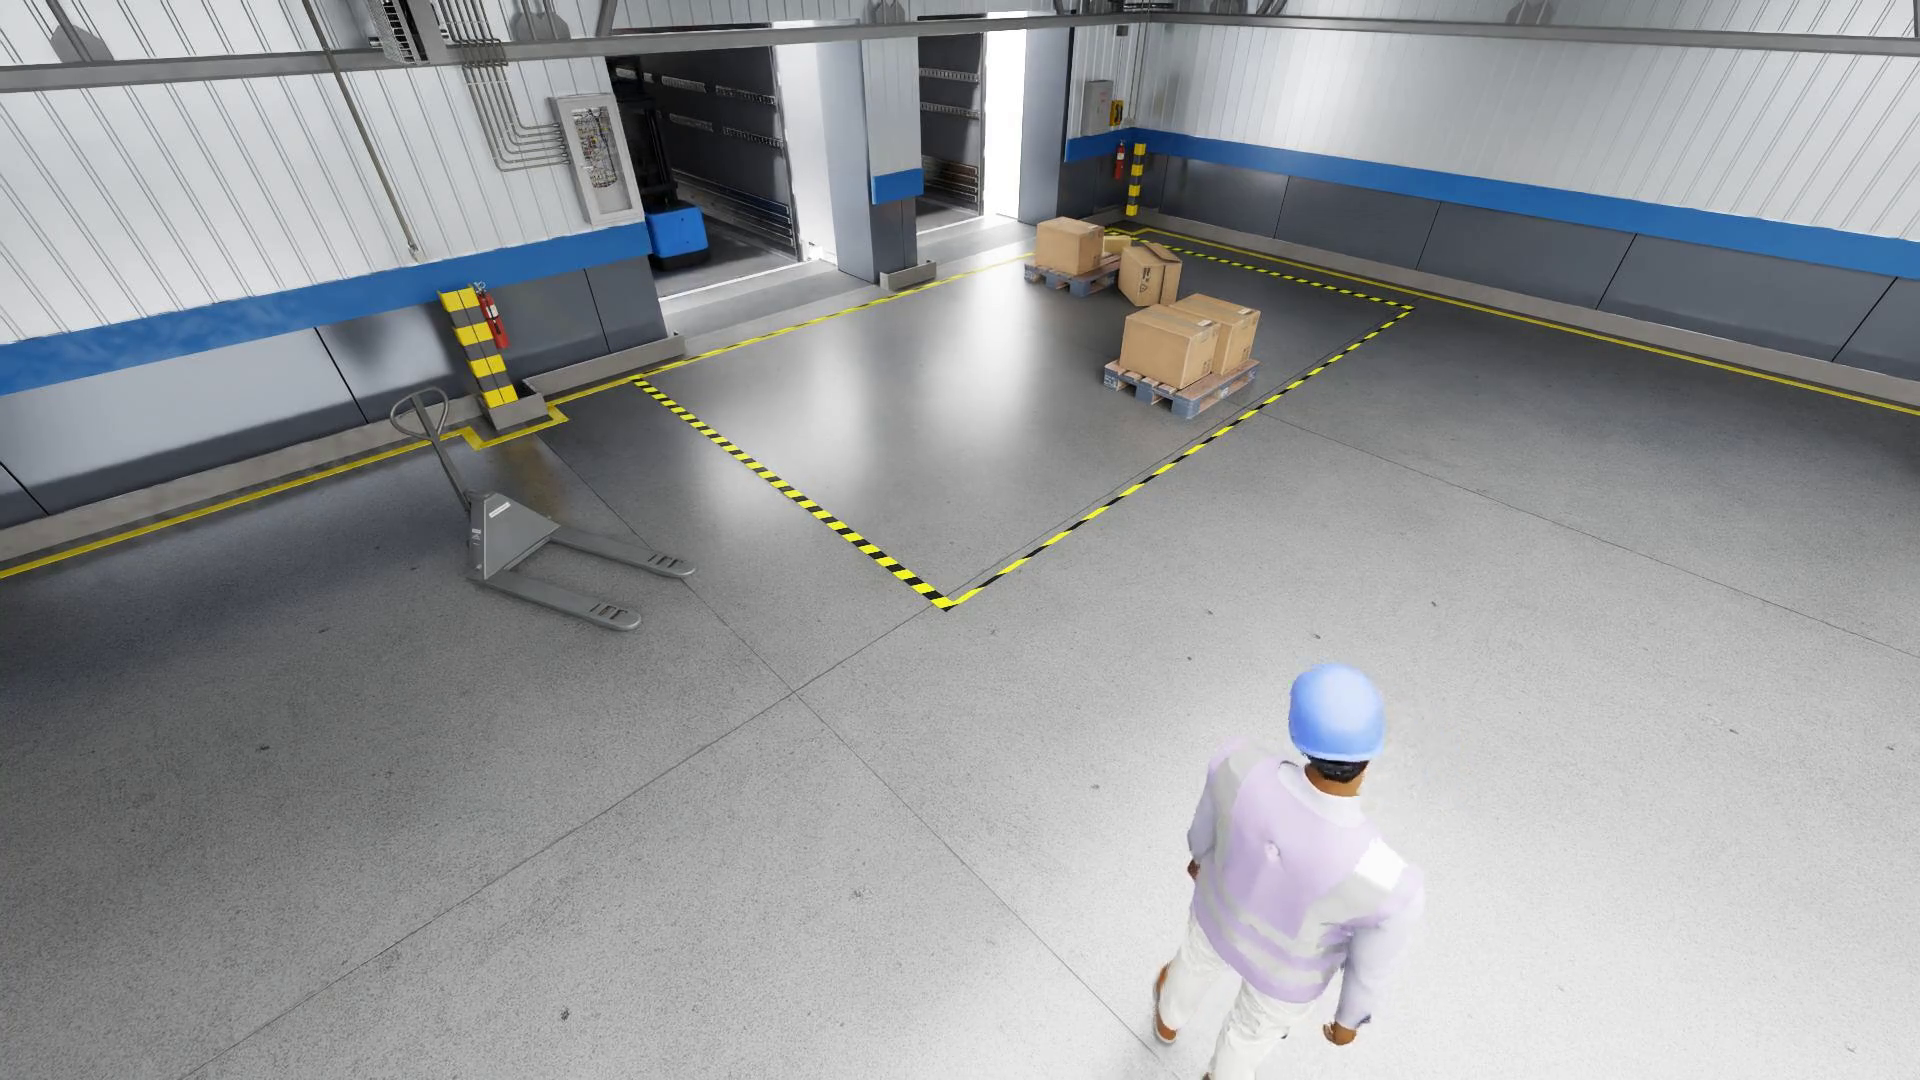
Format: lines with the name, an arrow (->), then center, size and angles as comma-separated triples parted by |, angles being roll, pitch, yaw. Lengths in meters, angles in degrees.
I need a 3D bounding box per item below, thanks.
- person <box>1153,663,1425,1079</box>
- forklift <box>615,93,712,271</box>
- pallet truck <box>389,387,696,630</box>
person -> 0.932, 1.162, 2.213 | 0.405, 1.923, 0.655 | -21, 43, -25
forklift -> -4.007, -4.707, 9.707 | 0.716, 2.013, 0.776 | -30, 47, -33
pallet truck -> -2.613, -0.247, 4.593 | 1.601, 1.201, 0.680 | 14, 40, 17
